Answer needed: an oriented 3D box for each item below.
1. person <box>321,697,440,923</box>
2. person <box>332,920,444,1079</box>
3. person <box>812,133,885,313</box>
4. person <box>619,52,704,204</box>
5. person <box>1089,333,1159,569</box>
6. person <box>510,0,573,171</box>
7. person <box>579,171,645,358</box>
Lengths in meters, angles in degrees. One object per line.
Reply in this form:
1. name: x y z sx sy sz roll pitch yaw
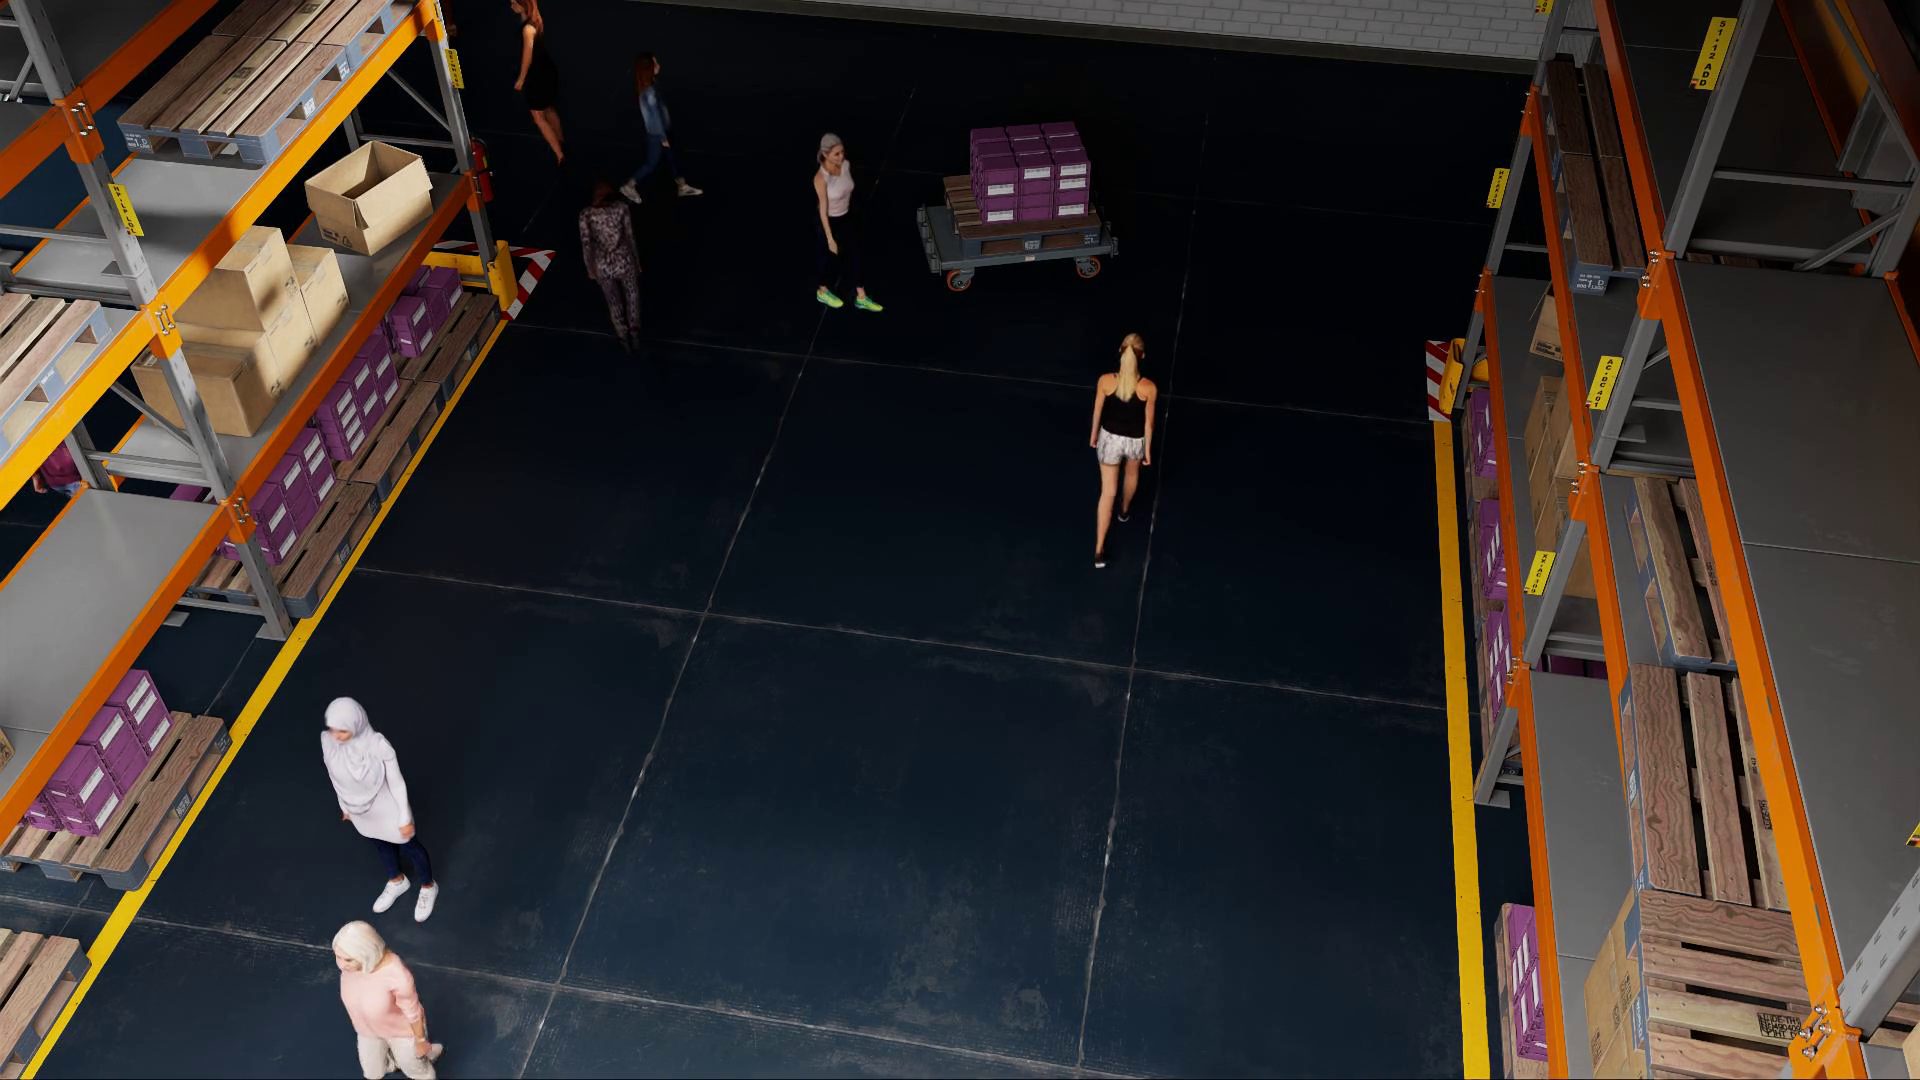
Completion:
1. person: -3.262 1.491 9.336 0.629 1.778 0.552 11 45 12
2. person: -2.840 2.381 8.444 0.676 1.719 0.730 16 46 16
3. person: -1.119 -2.643 13.743 0.891 1.684 0.908 25 49 24
4. person: -2.803 -3.679 14.998 0.841 1.453 0.991 -6 44 -6
5. person: 1.108 -0.622 11.531 0.668 1.809 1.180 10 44 10
6. person: -3.801 -4.205 15.288 0.764 1.814 0.676 -2 44 -2
7. person: -2.718 -2.127 13.184 0.758 1.707 0.826 -14 45 -14
